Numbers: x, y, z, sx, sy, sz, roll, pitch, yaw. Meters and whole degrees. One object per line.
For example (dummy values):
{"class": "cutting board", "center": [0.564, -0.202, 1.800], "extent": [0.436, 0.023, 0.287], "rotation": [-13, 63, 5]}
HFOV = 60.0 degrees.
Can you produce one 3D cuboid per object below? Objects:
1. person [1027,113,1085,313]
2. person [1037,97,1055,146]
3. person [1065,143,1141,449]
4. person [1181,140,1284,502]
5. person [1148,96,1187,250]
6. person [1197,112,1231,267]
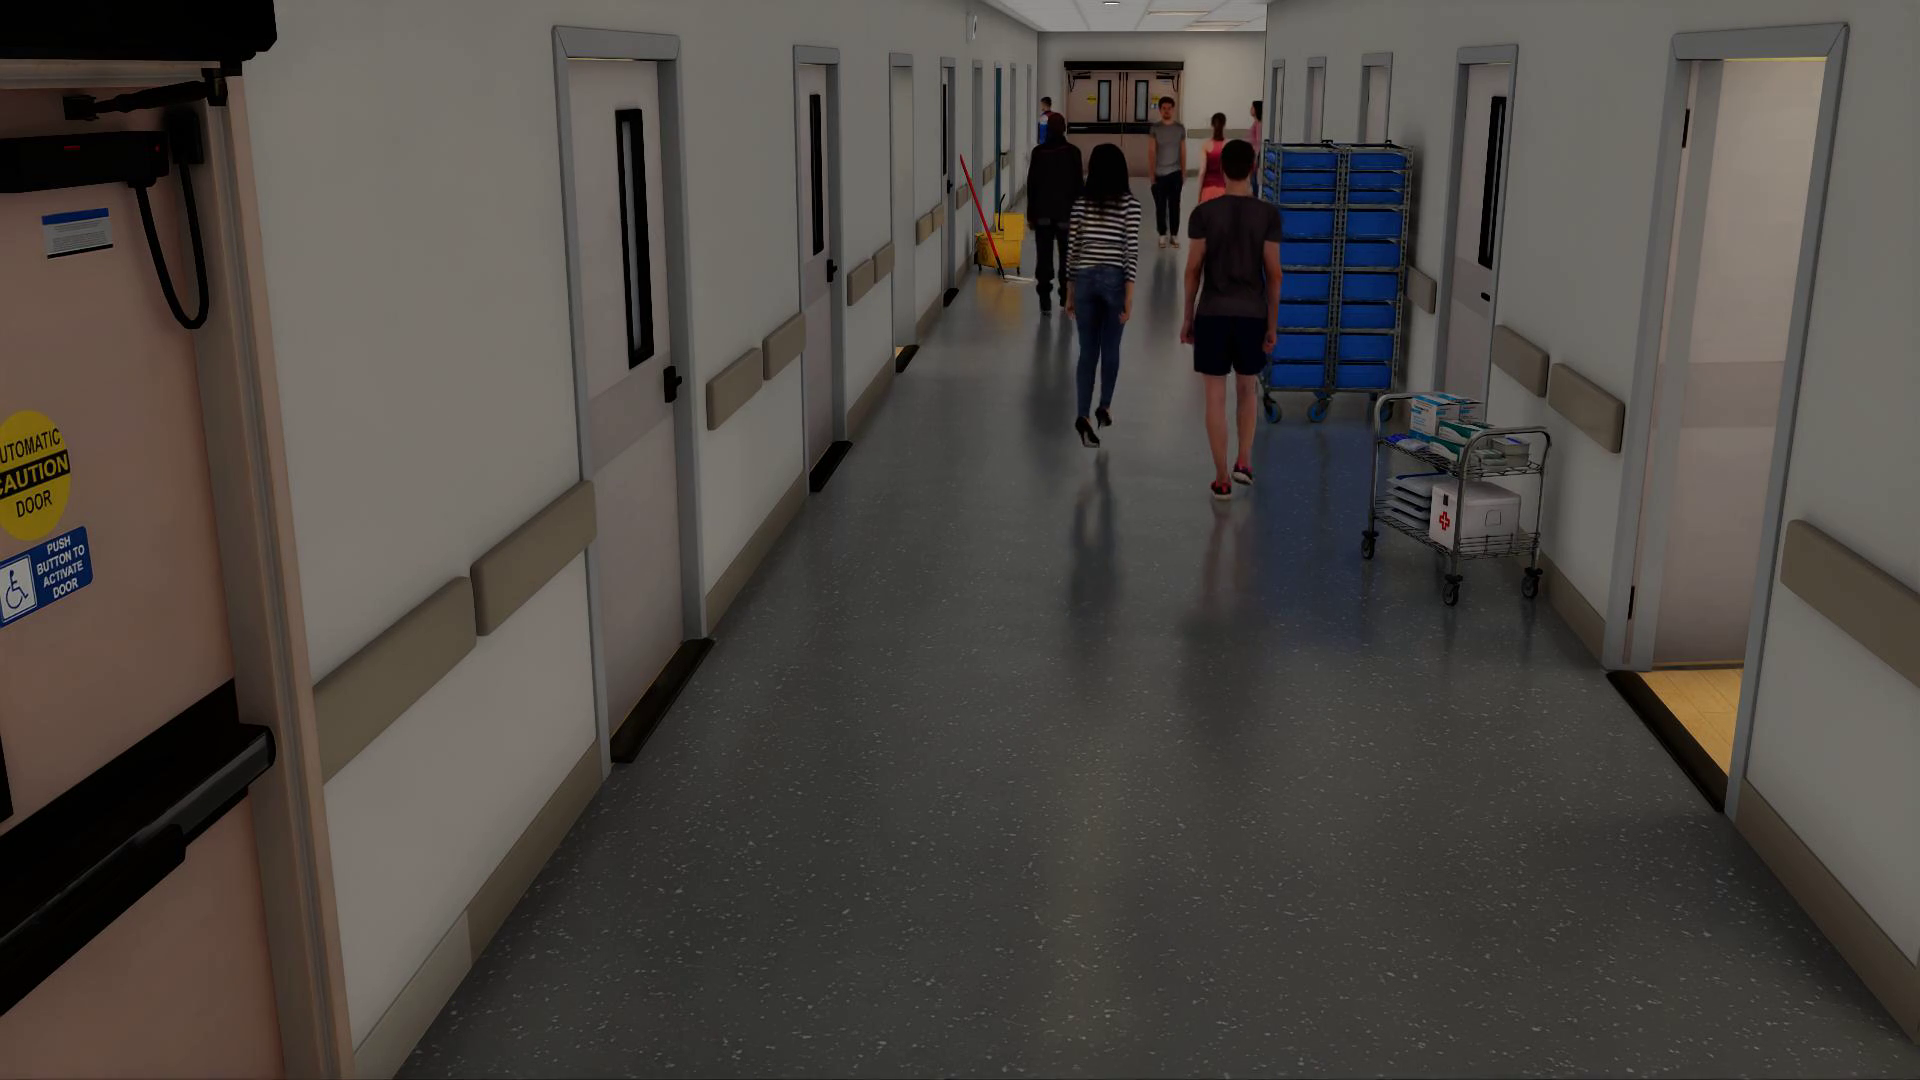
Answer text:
{"class": "person", "center": [0.866, -3.031, 15.425], "extent": [0.791, 1.823, 1.061], "rotation": [3, 16, 11]}
{"class": "person", "center": [1.512, -6.803, 28.921], "extent": [0.775, 1.759, 0.638], "rotation": [9, 18, 29]}
{"class": "person", "center": [0.807, -1.340, 9.592], "extent": [0.744, 1.717, 1.261], "rotation": [5, 16, 17]}
{"class": "person", "center": [1.401, -1.102, 8.554], "extent": [0.661, 1.839, 0.652], "rotation": [0, 16, 1]}
{"class": "person", "center": [2.576, -4.581, 20.848], "extent": [0.624, 1.864, 0.898], "rotation": [1, 16, 3]}
{"class": "person", "center": [2.834, -3.840, 18.457], "extent": [0.615, 1.734, 0.963], "rotation": [3, 16, 10]}
